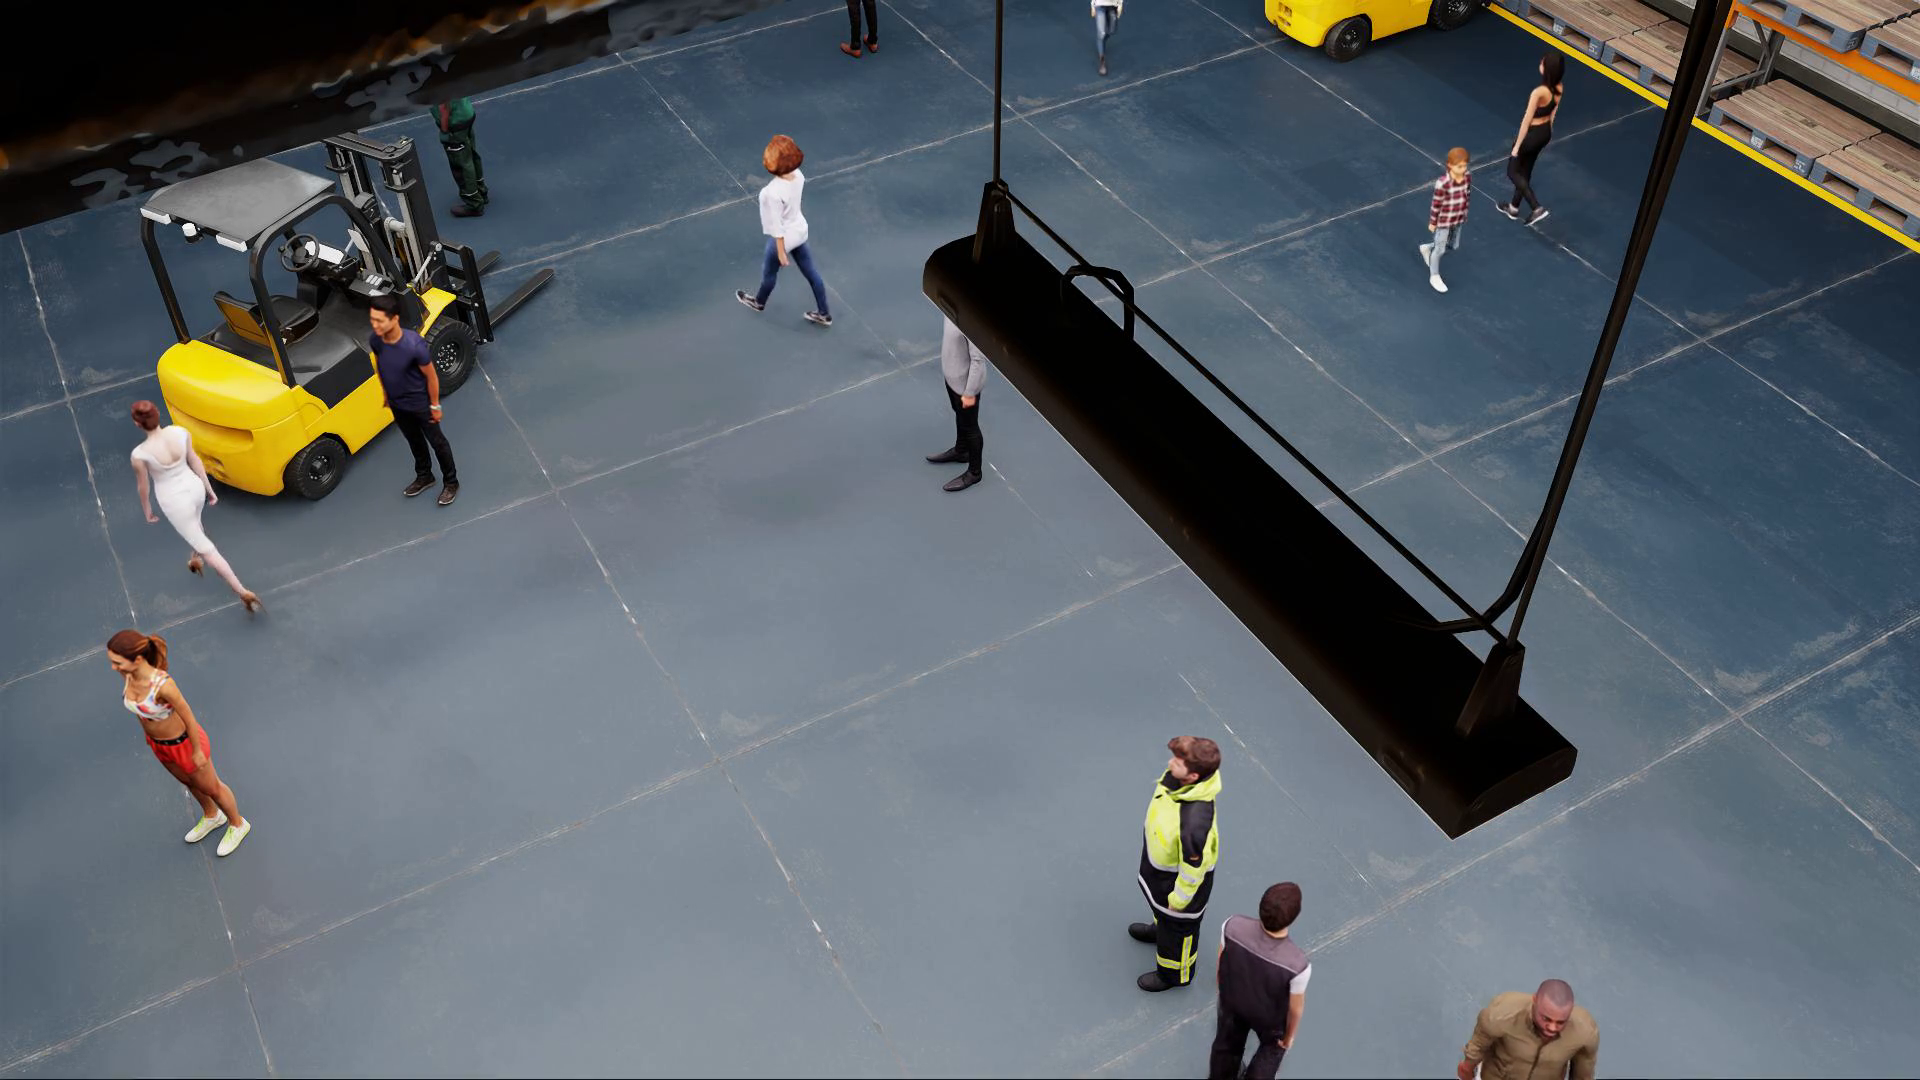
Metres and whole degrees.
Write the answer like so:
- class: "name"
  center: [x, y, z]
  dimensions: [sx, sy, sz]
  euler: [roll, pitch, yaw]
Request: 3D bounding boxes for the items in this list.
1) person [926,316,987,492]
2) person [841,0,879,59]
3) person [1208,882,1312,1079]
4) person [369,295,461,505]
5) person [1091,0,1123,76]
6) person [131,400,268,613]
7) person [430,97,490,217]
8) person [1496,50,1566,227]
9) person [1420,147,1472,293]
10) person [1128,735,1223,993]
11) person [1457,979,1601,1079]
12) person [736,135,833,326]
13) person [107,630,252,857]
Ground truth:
- class: "person"
  center: [0.038, -1.214, 12.014]
  dimensions: [0.843, 1.923, 0.642]
  euler: [-13, 45, -13]
- class: "person"
  center: [-1.039, -5.840, 16.899]
  dimensions: [0.712, 1.884, 0.568]
  euler: [-26, 49, -24]
- class: "person"
  center: [1.427, 2.375, 8.309]
  dimensions: [0.749, 1.839, 0.839]
  euler: [23, 48, 22]
- class: "person"
  center: [-3.915, -1.024, 11.910]
  dimensions: [0.684, 1.793, 0.780]
  euler: [16, 46, 16]
- class: "person"
  center: [1.483, -5.438, 16.896]
  dimensions: [0.681, 1.307, 0.855]
  euler: [-2, 44, -2]
- class: "person"
  center: [-5.098, -0.182, 11.058]
  dimensions: [1.168, 1.749, 0.876]
  euler: [28, 50, 26]
- class: "person"
  center: [-4.474, -3.731, 14.717]
  dimensions: [0.846, 1.840, 0.748]
  euler: [3, 44, 3]
- class: "person"
  center: [5.088, -3.485, 14.609]
  dimensions: [0.561, 1.633, 0.823]
  euler: [-24, 49, -23]
- class: "person"
  center: [4.106, -2.767, 14.098]
  dimensions: [0.549, 1.298, 0.712]
  euler: [-19, 47, -19]
- class: "person"
  center: [1.179, 1.712, 8.900]
  dimensions: [0.926, 1.983, 0.780]
  euler: [-1, 44, -2]
- class: "person"
  center: [2.728, 2.571, 8.140]
  dimensions: [1.153, 1.787, 1.277]
  euler: [4, 44, 5]
- class: "person"
  center: [-1.306, -2.441, 13.485]
  dimensions: [1.196, 1.672, 1.002]
  euler: [21, 48, 21]
- class: "person"
  center: [-4.524, 1.161, 9.619]
  dimensions: [0.648, 1.790, 0.742]
  euler: [20, 47, 19]
